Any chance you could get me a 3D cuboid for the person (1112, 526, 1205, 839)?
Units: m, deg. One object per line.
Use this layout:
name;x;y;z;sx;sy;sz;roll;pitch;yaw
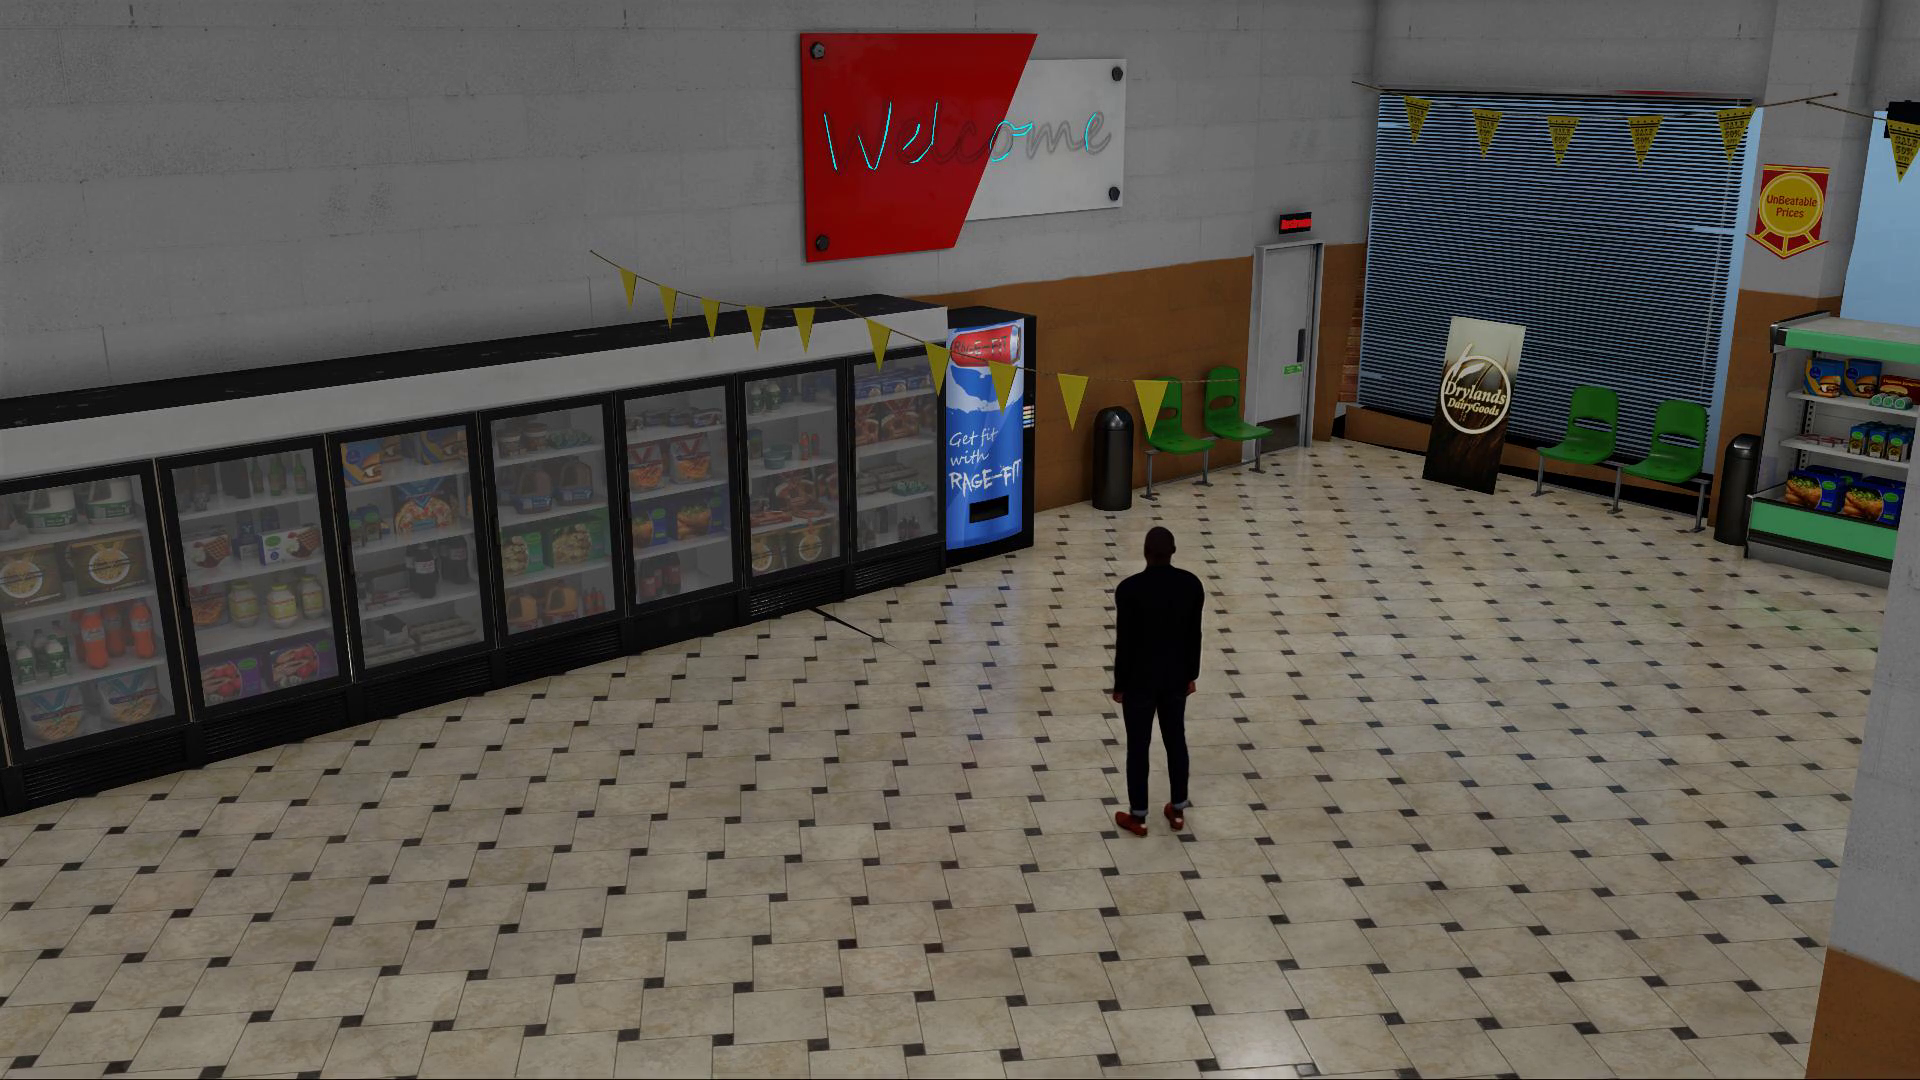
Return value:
person;1.111;0.801;9.448;0.775;1.817;0.742;-5;18;-17
